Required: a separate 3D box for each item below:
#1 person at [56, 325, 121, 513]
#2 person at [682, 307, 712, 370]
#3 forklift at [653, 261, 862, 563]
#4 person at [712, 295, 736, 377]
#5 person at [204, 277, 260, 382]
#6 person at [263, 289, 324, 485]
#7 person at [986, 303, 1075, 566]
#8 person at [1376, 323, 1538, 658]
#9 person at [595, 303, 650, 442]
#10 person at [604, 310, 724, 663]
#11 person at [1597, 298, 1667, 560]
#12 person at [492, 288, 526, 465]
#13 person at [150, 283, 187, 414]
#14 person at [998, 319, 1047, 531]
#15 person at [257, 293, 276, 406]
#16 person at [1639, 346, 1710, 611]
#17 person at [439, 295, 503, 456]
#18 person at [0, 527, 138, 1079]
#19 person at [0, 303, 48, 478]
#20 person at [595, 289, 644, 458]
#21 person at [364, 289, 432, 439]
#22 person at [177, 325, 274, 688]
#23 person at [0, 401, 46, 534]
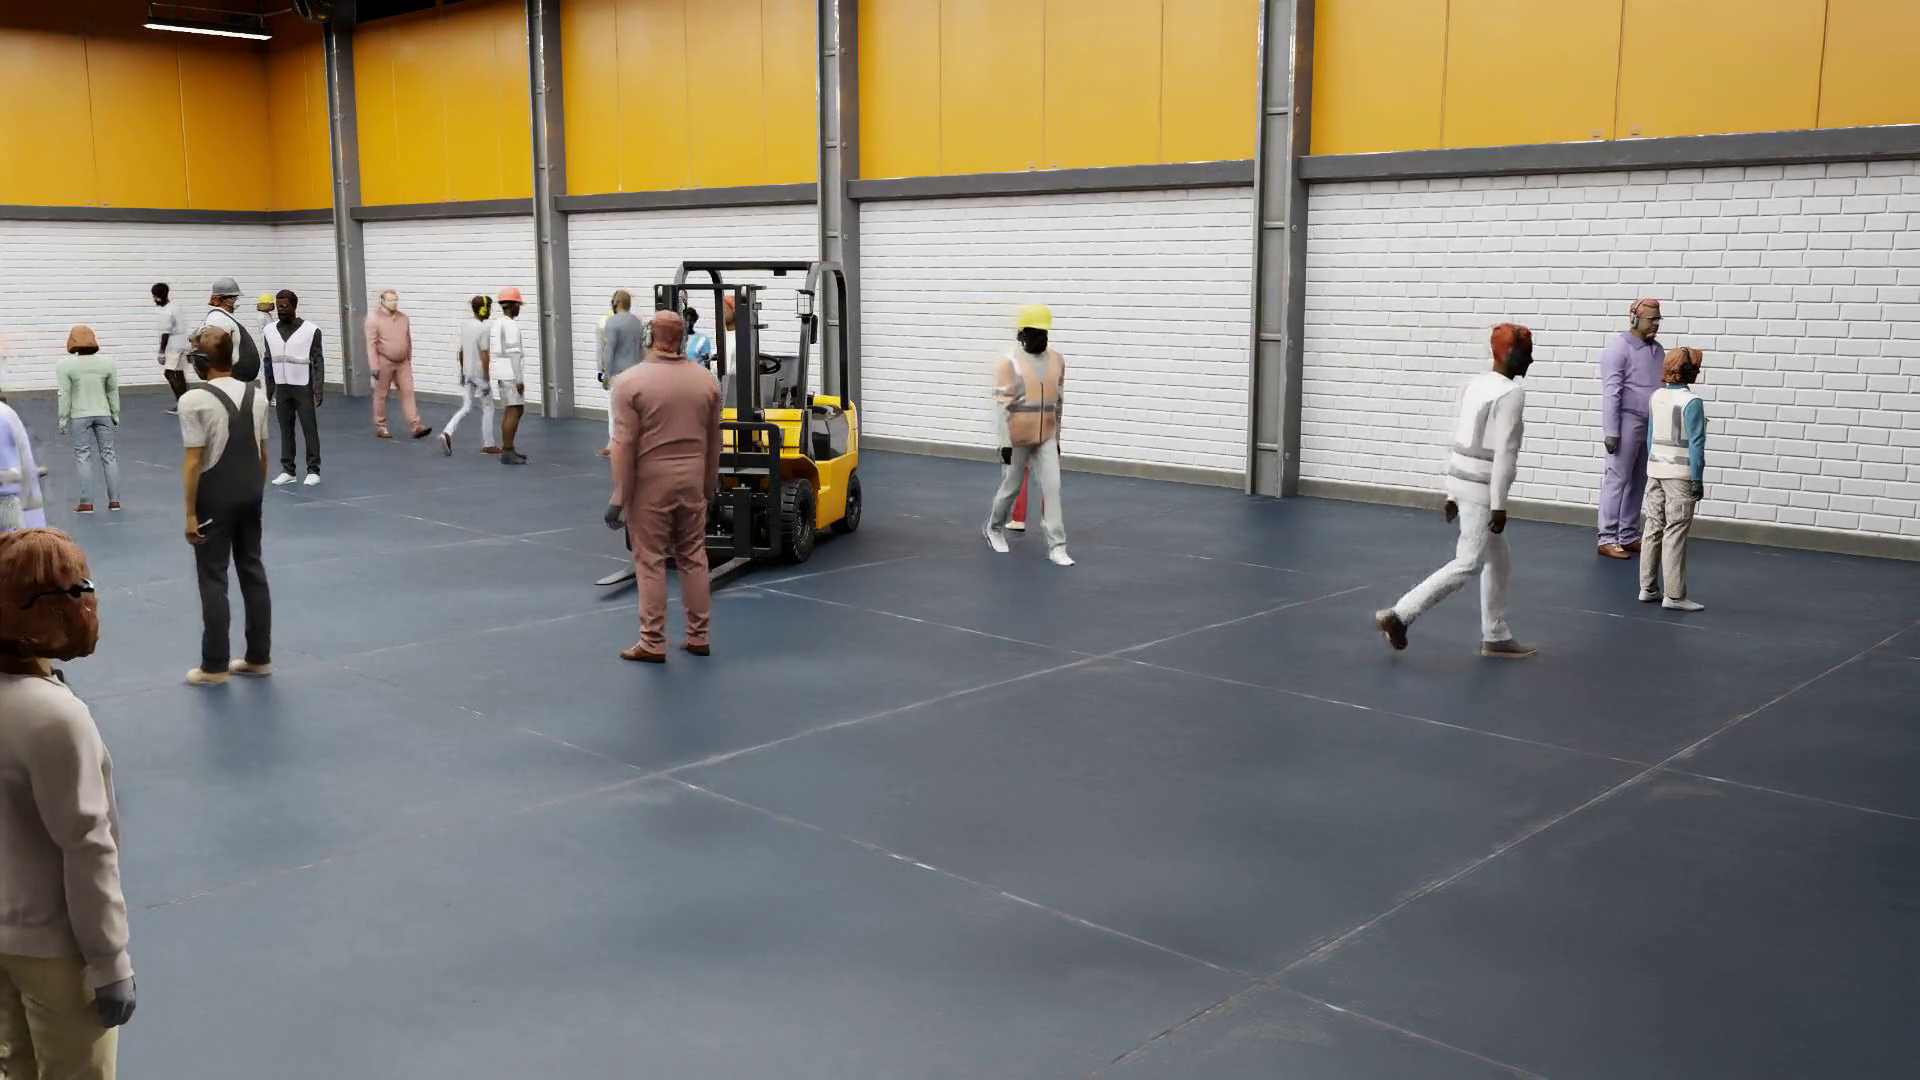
[{"bbox_3d":[-7.586,-1.050,14.496,0.268,1.631,0.509,8,12,41],"label":"person"},{"bbox_3d":[-3.157,-1.881,19.445,0.560,1.702,0.446,1,9,3],"label":"person"},{"bbox_3d":[-1.552,-1.040,12.721,1.214,2.155,2.313,2,9,11],"label":"forklift"},{"bbox_3d":[-2.068,-1.284,15.168,0.354,1.883,0.573,-9,13,-44],"label":"person"},{"bbox_3d":[-7.653,-1.747,17.522,0.536,2.000,0.688,-4,10,-24],"label":"person"},{"bbox_3d":[-6.539,-1.497,16.362,0.591,1.917,0.379,1,9,7],"label":"person"},{"bbox_3d":[0.483,-0.789,12.147,0.598,1.889,0.960,-5,11,-28],"label":"person"},{"bbox_3d":[2.702,-0.249,8.963,0.856,1.846,0.593,0,9,-1],"label":"person"},{"bbox_3d":[-4.045,-2.045,19.976,0.636,1.840,0.429,-2,9,-11],"label":"person"},{"bbox_3d":[-1.598,-0.279,8.996,0.695,1.895,0.401,-8,12,-41],"label":"person"},{"bbox_3d":[4.977,-0.816,12.232,0.651,1.904,0.403,-6,11,-35],"label":"person"},{"bbox_3d":[-4.916,-1.785,18.169,0.466,1.916,0.658,-6,11,-34],"label":"person"},{"bbox_3d":[-11.567,-2.809,24.426,0.369,1.925,0.726,-1,9,-9],"label":"person"},{"bbox_3d":[0.559,-0.952,13.489,0.533,1.767,0.324,-3,10,-18],"label":"person"},{"bbox_3d":[-10.753,-2.962,25.885,0.294,1.744,0.487,-1,9,-9],"label":"person"},{"bbox_3d":[4.457,-0.382,10.382,0.307,1.641,0.513,-2,9,-11],"label":"person"},{"bbox_3d":[-5.545,-1.860,18.846,0.578,1.847,0.731,7,11,36],"label":"person"},{"bbox_3d":[-1.766,0.784,3.253,0.505,1.632,0.280,7,12,38],"label":"person"},{"bbox_3d":[-9.634,-1.520,16.371,0.909,1.970,0.617,-4,10,-24],"label":"person"},{"bbox_3d":[-3.650,-1.837,18.498,0.870,1.907,0.642,3,10,17],"label":"person"},{"bbox_3d":[-7.011,-2.171,20.654,0.963,1.857,0.679,8,12,39],"label":"person"},{"bbox_3d":[-3.738,-0.170,8.498,0.360,1.837,0.511,5,11,28],"label":"person"},{"bbox_3d":[-3.904,0.085,6.704,0.415,1.898,0.584,-5,11,-30],"label":"person"}]
